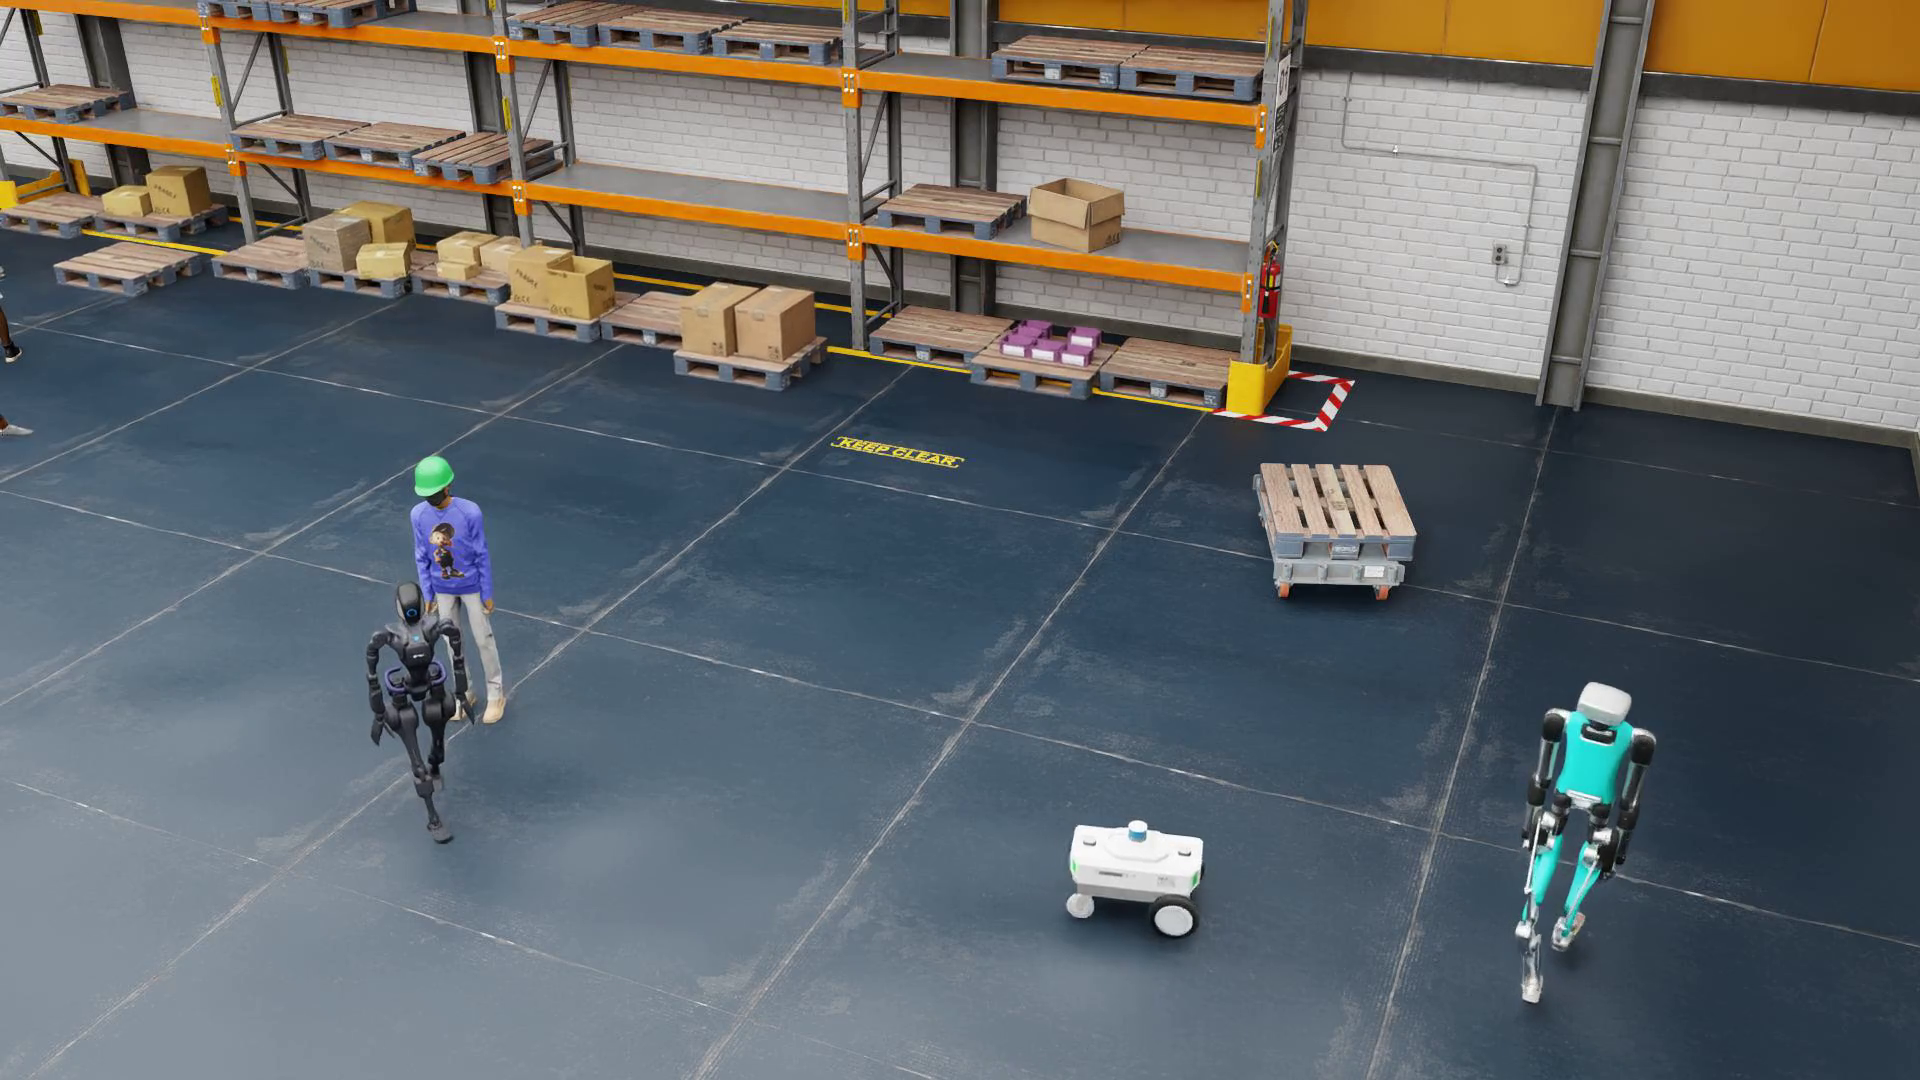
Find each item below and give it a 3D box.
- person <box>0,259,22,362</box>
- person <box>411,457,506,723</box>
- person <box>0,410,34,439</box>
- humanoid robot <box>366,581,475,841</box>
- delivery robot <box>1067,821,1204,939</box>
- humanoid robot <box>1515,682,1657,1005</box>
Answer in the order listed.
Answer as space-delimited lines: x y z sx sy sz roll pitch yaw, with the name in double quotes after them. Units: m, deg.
-9.682 -2.664 16.247 0.604 1.966 0.367 -13 30 -23 "person"
-3.210 0.315 10.592 0.470 1.861 0.371 1 27 2 "person"
-8.712 -1.711 14.447 0.606 1.917 0.605 -1 27 -2 "person"
-3.168 0.915 9.694 0.589 1.626 0.752 -15 31 -26 "humanoid robot"
0.991 1.814 9.109 0.775 0.601 0.499 5 28 9 "delivery robot"
3.039 1.567 8.273 0.537 1.739 0.991 13 30 23 "humanoid robot"
